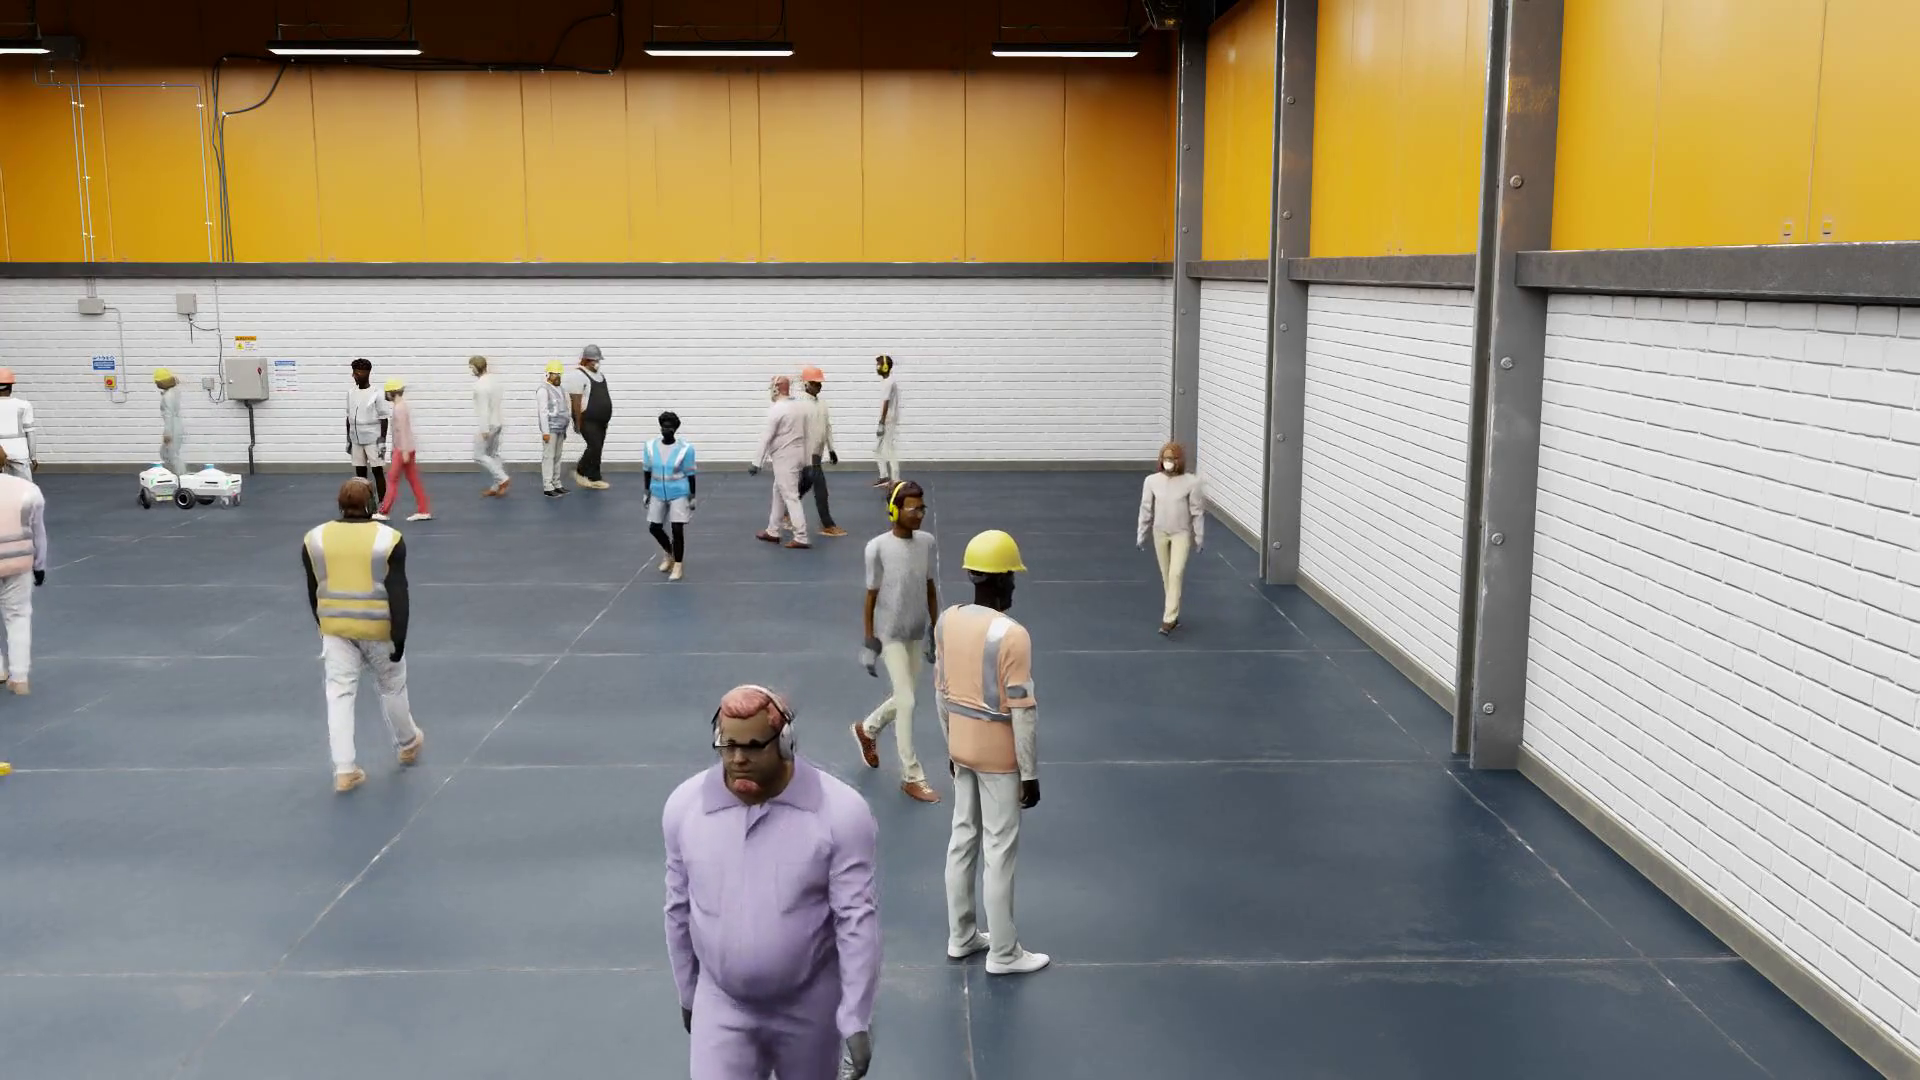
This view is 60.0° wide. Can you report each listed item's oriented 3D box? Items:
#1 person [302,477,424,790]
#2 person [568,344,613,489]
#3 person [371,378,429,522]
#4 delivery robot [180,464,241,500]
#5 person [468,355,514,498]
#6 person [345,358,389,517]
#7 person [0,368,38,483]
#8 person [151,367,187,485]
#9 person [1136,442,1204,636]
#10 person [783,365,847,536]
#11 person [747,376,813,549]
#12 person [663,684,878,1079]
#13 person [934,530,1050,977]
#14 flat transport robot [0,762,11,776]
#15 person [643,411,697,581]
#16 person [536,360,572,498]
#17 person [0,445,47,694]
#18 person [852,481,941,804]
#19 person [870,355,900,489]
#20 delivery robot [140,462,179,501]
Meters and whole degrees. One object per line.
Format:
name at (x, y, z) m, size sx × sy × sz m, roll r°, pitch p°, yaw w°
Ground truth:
person at (-3.551, 0.520, 9.932) m, size 0.620 × 1.803 × 0.931 m, roll 0°, pitch 9°, yaw -3°
person at (-5.003, -1.685, 22.757) m, size 0.539 × 2.000 × 0.766 m, roll 3°, pitch 10°, yaw 19°
person at (-6.780, -1.064, 19.864) m, size 0.796 × 1.734 × 0.545 m, roll -2°, pitch 10°, yaw -14°
delivery robot at (-9.507, -0.722, 21.109) m, size 0.707 × 0.478 × 0.477 m, roll 2°, pitch 9°, yaw 10°
person at (-6.200, -1.482, 21.882) m, size 0.462 × 1.917 × 0.658 m, roll 0°, pitch 9°, yaw 1°
person at (-7.191, -1.221, 20.139) m, size 0.605 × 1.966 × 0.367 m, roll 3°, pitch 10°, yaw 20°
person at (-10.602, -0.945, 18.540) m, size 0.551 × 1.933 × 0.370 m, roll -5°, pitch 11°, yaw -29°
person at (-10.612, -1.465, 22.367) m, size 0.428 × 1.713 × 0.508 m, roll -4°, pitch 10°, yaw -21°
person at (1.708, -0.001, 13.753) m, size 0.528 × 1.595 × 0.801 m, roll 5°, pitch 10°, yaw 27°
person at (-1.741, -1.037, 19.091) m, size 1.005 × 1.953 × 0.623 m, roll 5°, pitch 10°, yaw 26°
person at (-1.993, -0.847, 18.149) m, size 0.888 × 1.870 × 0.668 m, roll 4°, pitch 10°, yaw 22°
person at (-0.556, 1.340, 4.736) m, size 0.656 × 1.860 × 0.938 m, roll 1°, pitch 9°, yaw 4°
person at (0.130, 0.912, 7.175) m, size 0.362 × 1.928 × 0.587 m, roll -8°, pitch 12°, yaw -40°
flat transport robot at (-6.234, 1.380, 9.373) m, size 0.652 × 0.197 × 1.431 m, roll 4°, pitch 10°, yaw 25°
person at (-2.808, -0.444, 16.243) m, size 0.550 × 1.674 × 0.516 m, roll 2°, pitch 9°, yaw 10°
person at (-5.402, -1.483, 22.164) m, size 0.404 × 1.829 × 0.591 m, roll 2°, pitch 9°, yaw 11°
person at (-6.841, 0.203, 11.838) m, size 0.651 × 1.823 × 0.464 m, roll -9°, pitch 13°, yaw -44°
person at (-0.375, 0.550, 9.686) m, size 0.522 × 1.845 × 0.835 m, roll -8°, pitch 12°, yaw -41°
person at (-1.066, -1.609, 22.897) m, size 0.573 × 1.852 × 0.513 m, roll -1°, pitch 9°, yaw -8°
delivery robot at (-10.261, -0.754, 21.306) m, size 0.477 × 0.478 × 0.707 m, roll -7°, pitch 11°, yaw -35°
